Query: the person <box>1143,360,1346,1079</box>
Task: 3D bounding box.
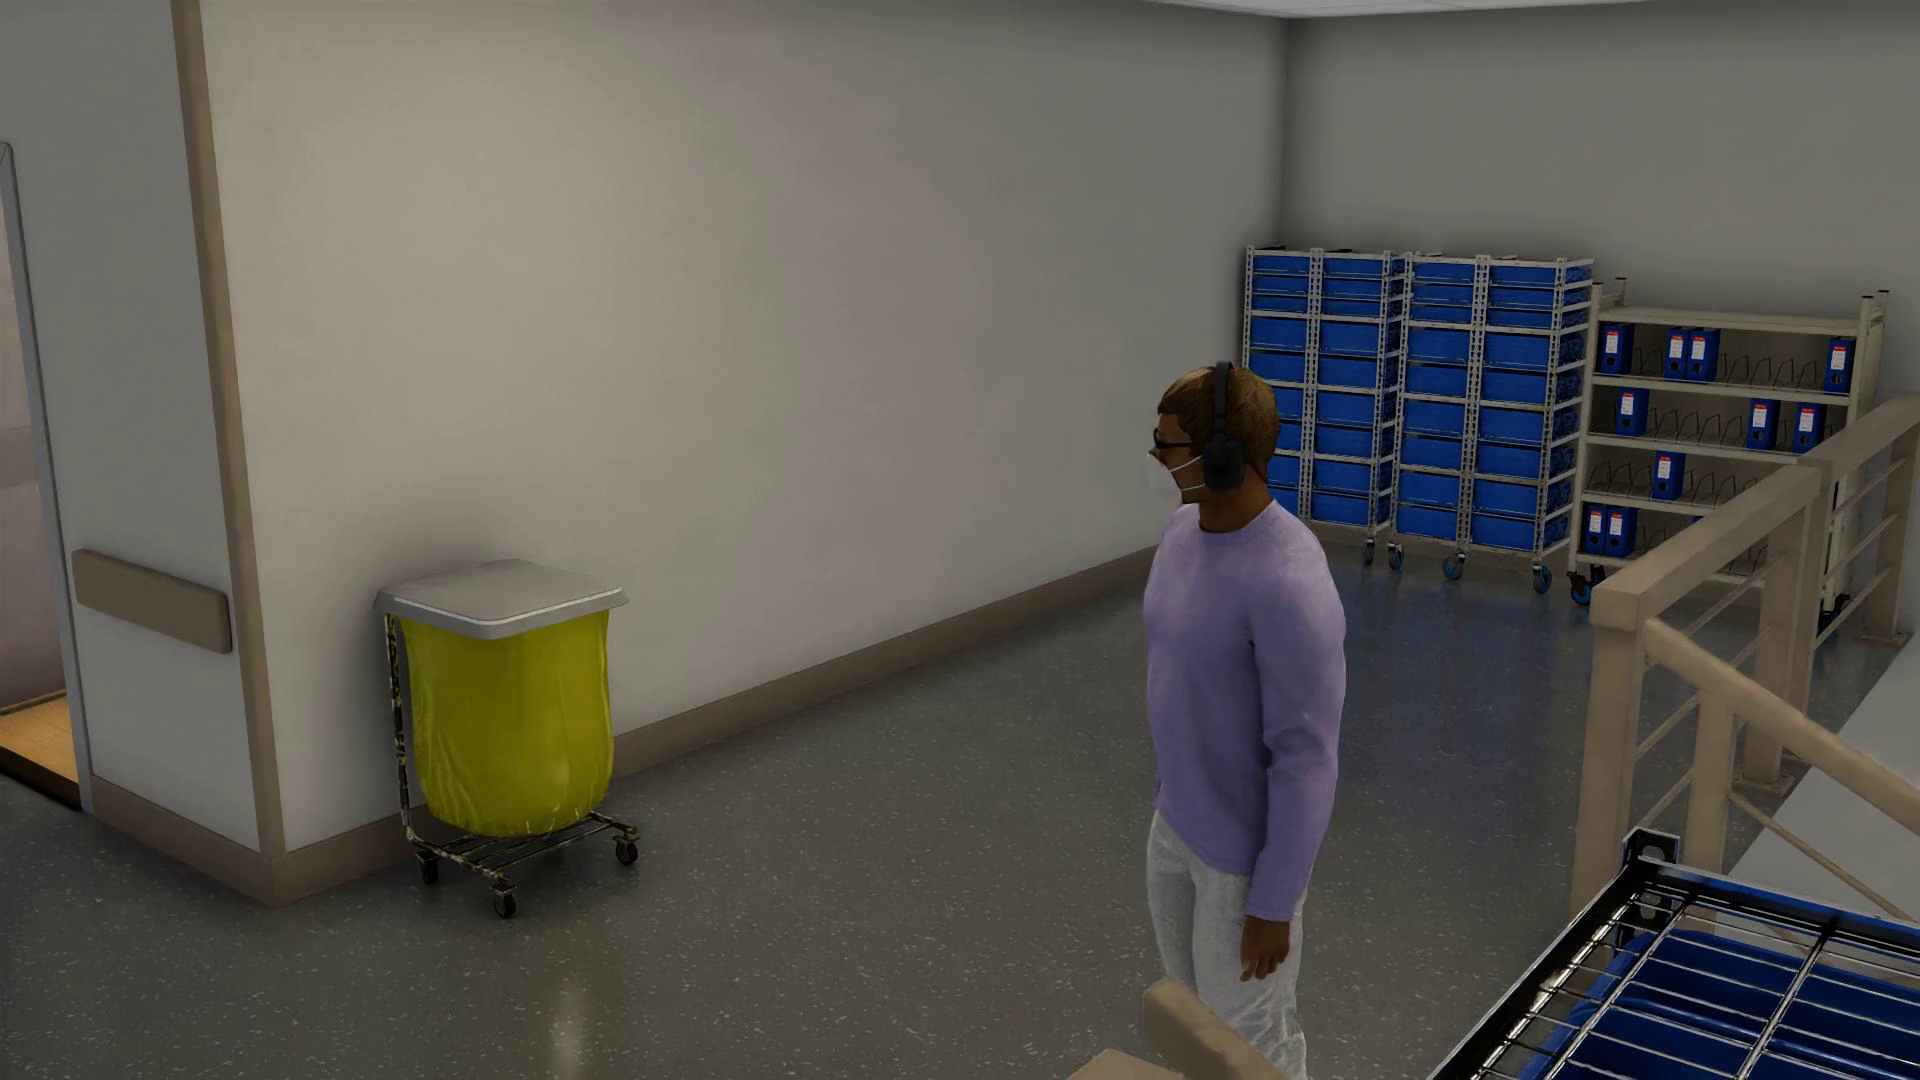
[{"bbox_3d":[0.528,0.607,3.315,0.375,1.936,0.628,-3,14,-14],"label":"person"}]
